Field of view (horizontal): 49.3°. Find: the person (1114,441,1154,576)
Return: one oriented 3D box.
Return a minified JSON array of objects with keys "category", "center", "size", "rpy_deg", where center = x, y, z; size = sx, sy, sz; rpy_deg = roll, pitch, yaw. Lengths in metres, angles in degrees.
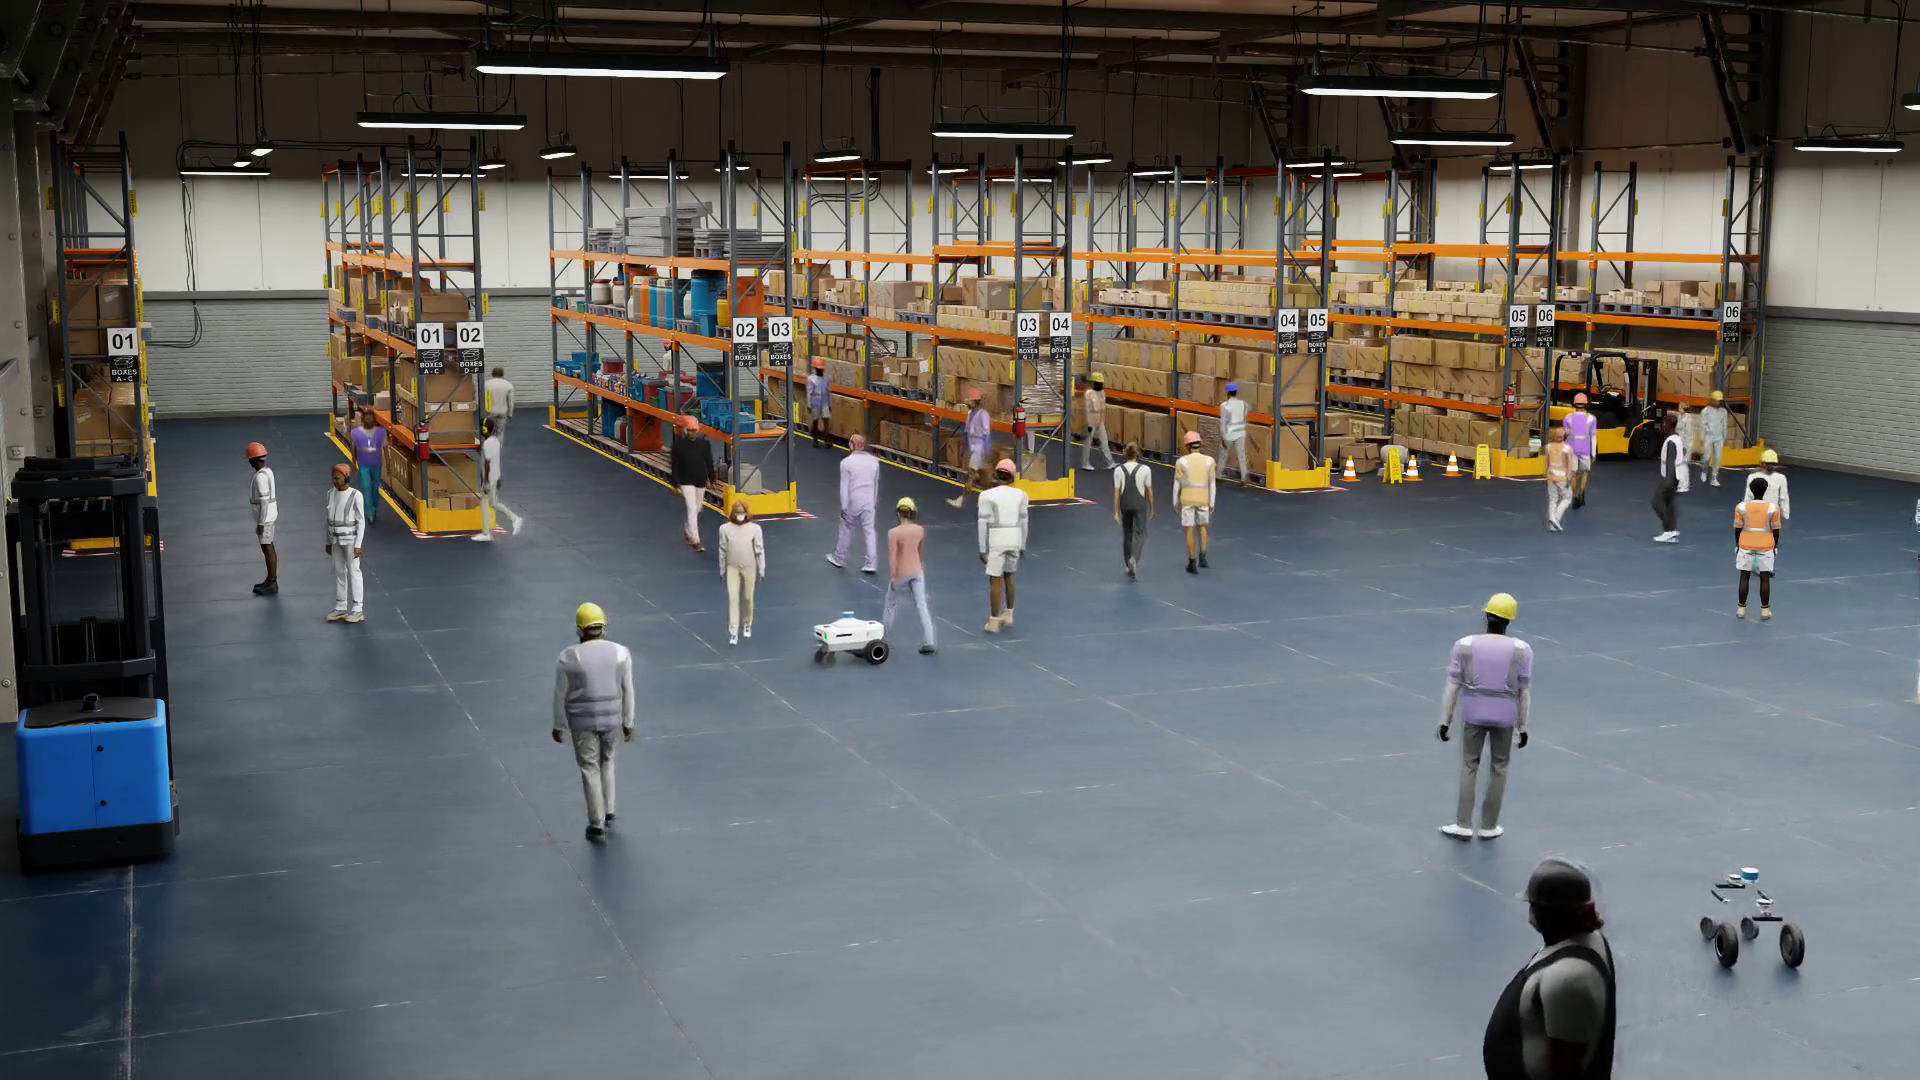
[{"category":"person","center":[2.316,-0.414,27.995],"size":[0.526,1.819,0.745],"rpy_deg":[3,9,18]}]

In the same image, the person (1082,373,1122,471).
[{"category":"person","center":[2.668,-2.240,39.946],"size":[0.614,1.880,0.944],"rpy_deg":[-7,11,-41]}]

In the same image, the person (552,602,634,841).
[{"category":"person","center":[-2.843,1.374,16.091],"size":[0.597,1.808,0.617],"rpy_deg":[-5,10,-32]}]

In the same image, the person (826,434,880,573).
[{"category":"person","center":[-1.433,-0.505,28.449],"size":[0.679,1.857,0.963],"rpy_deg":[-6,10,-35]}]

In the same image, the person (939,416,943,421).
[{"category":"person","center":[-0.539,-3.786,50.513],"size":[0.634,1.804,0.843],"rpy_deg":[-2,9,-14]}]

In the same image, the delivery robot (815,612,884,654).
[{"category":"delivery robot","center":[-1.192,1.013,22.511],"size":[0.707,0.478,0.477],"rpy_deg":[-4,9,-24]}]

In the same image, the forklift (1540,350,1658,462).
[{"category":"forklift","center":[12.897,-2.725,42.309],"size":[2.313,2.155,1.214],"rpy_deg":[-3,9,-21]}]

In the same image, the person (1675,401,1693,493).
[{"category":"person","center":[12.692,-1.641,36.828],"size":[0.382,1.621,0.536],"rpy_deg":[0,9,-2]}]

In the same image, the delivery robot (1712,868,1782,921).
[{"category":"delivery robot","center":[5.088,2.236,13.495],"size":[0.335,0.223,0.698],"rpy_deg":[0,8,1]}]

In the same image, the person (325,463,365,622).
[{"category":"person","center":[-7.309,0.028,24.846],"size":[0.576,1.882,0.355],"rpy_deg":[5,10,29]}]

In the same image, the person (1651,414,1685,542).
[{"category":"person","center":[10.489,-0.913,31.029],"size":[0.477,1.904,0.618],"rpy_deg":[4,9,22]}]

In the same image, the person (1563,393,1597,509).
[{"category":"person","center":[10.302,-1.494,34.858],"size":[0.577,1.916,0.609],"rpy_deg":[3,9,20]}]

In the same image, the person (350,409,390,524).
[{"category":"person","center":[-9.366,-1.193,33.263],"size":[0.573,1.809,0.909],"rpy_deg":[-3,9,-19]}]

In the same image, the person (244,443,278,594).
[{"category":"person","center":[-8.923,-0.282,26.755],"size":[0.375,1.930,0.542],"rpy_deg":[-2,9,-11]}]

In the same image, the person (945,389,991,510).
[{"category":"person","center":[0.159,-1.484,34.539],"size":[1.019,1.992,0.640],"rpy_deg":[-4,9,-24]}]

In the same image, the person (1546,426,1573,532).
[{"category":"person","center":[9.169,-0.925,32.063],"size":[0.377,1.627,0.516],"rpy_deg":[-6,11,-36]}]

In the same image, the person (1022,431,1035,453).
[{"category":"person","center":[1.287,-2.492,41.782],"size":[0.429,1.845,0.621],"rpy_deg":[-7,11,-41]}]

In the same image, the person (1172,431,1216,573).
[{"category":"person","center":[3.174,-0.529,28.494],"size":[0.547,1.897,0.632],"rpy_deg":[-1,9,-8]}]

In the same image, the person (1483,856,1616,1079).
[{"category":"person","center":[2.641,2.337,9.066],"size":[0.989,2.000,0.691],"rpy_deg":[4,10,27]}]

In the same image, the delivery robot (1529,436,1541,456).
[{"category":"delivery robot","center":[11.386,-1.819,41.394],"size":[0.477,0.478,0.707],"rpy_deg":[-7,11,-40]}]

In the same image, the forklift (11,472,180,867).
[{"category":"forklift","center":[-6.630,0.886,15.957],"size":[1.129,2.768,1.873],"rpy_deg":[-3,9,-21]}]

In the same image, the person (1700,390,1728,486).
[{"category":"person","center":[13.626,-1.850,37.839],"size":[0.496,1.725,0.399],"rpy_deg":[0,9,-2]}]

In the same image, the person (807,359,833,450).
[{"category":"person","center":[-2.942,-2.852,44.035],"size":[0.572,1.878,1.005],"rpy_deg":[-3,9,-20]}]

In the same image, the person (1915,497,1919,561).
[{"category":"person","center":[13.570,-0.627,29.095],"size":[0.636,1.921,0.526],"rpy_deg":[-1,9,-8]}]

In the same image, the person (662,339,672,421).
[{"category":"person","center":[-7.001,-3.890,50.631],"size":[0.406,1.987,0.615],"rpy_deg":[4,10,27]}]

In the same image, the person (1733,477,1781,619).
[{"category":"person","center":[9.520,0.092,25.033],"size":[0.533,1.698,0.318],"rpy_deg":[4,9,24]}]

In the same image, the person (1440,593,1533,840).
[{"category":"person","center":[4.003,1.353,15.988],"size":[0.694,1.894,0.353],"rpy_deg":[2,9,16]}]

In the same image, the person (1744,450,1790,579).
[{"category":"person","center":[10.736,-0.338,27.815],"size":[0.545,1.710,0.916],"rpy_deg":[0,9,-3]}]

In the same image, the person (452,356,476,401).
[{"category":"person","center":[-11.102,-3.242,46.528],"size":[0.644,1.929,1.083],"rpy_deg":[-1,9,-8]}]

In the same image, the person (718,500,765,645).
[{"category":"person","center":[-2.468,0.344,23.684],"size":[0.518,1.612,0.703],"rpy_deg":[-1,9,-4]}]

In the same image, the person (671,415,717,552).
[{"category":"person","center":[-3.911,-0.854,30.497],"size":[0.608,1.959,0.971],"rpy_deg":[-6,10,-33]}]

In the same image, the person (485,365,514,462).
[{"category":"person","center":[-9.205,-2.512,41.679],"size":[0.665,1.913,0.429],"rpy_deg":[-3,9,-20]}]

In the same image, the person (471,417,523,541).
[{"category":"person","center":[-6.942,-0.905,31.199],"size":[0.682,1.853,0.515],"rpy_deg":[1,9,6]}]

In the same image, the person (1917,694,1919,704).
[{"category":"person","center":[9.790,0.732,20.516],"size":[0.703,1.792,0.639],"rpy_deg":[-5,10,-29]}]

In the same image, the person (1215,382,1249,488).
[{"category":"person","center":[4.890,-1.885,37.586],"size":[0.608,1.896,1.015],"rpy_deg":[-3,9,-22]}]

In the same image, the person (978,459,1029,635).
[{"category":"person","center":[0.496,0.064,24.279],"size":[0.616,1.998,0.650],"rpy_deg":[-4,9,-23]}]

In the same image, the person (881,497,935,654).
[{"category":"person","center":[-0.597,0.387,23.064],"size":[0.522,1.703,0.916],"rpy_deg":[-6,11,-37]}]
